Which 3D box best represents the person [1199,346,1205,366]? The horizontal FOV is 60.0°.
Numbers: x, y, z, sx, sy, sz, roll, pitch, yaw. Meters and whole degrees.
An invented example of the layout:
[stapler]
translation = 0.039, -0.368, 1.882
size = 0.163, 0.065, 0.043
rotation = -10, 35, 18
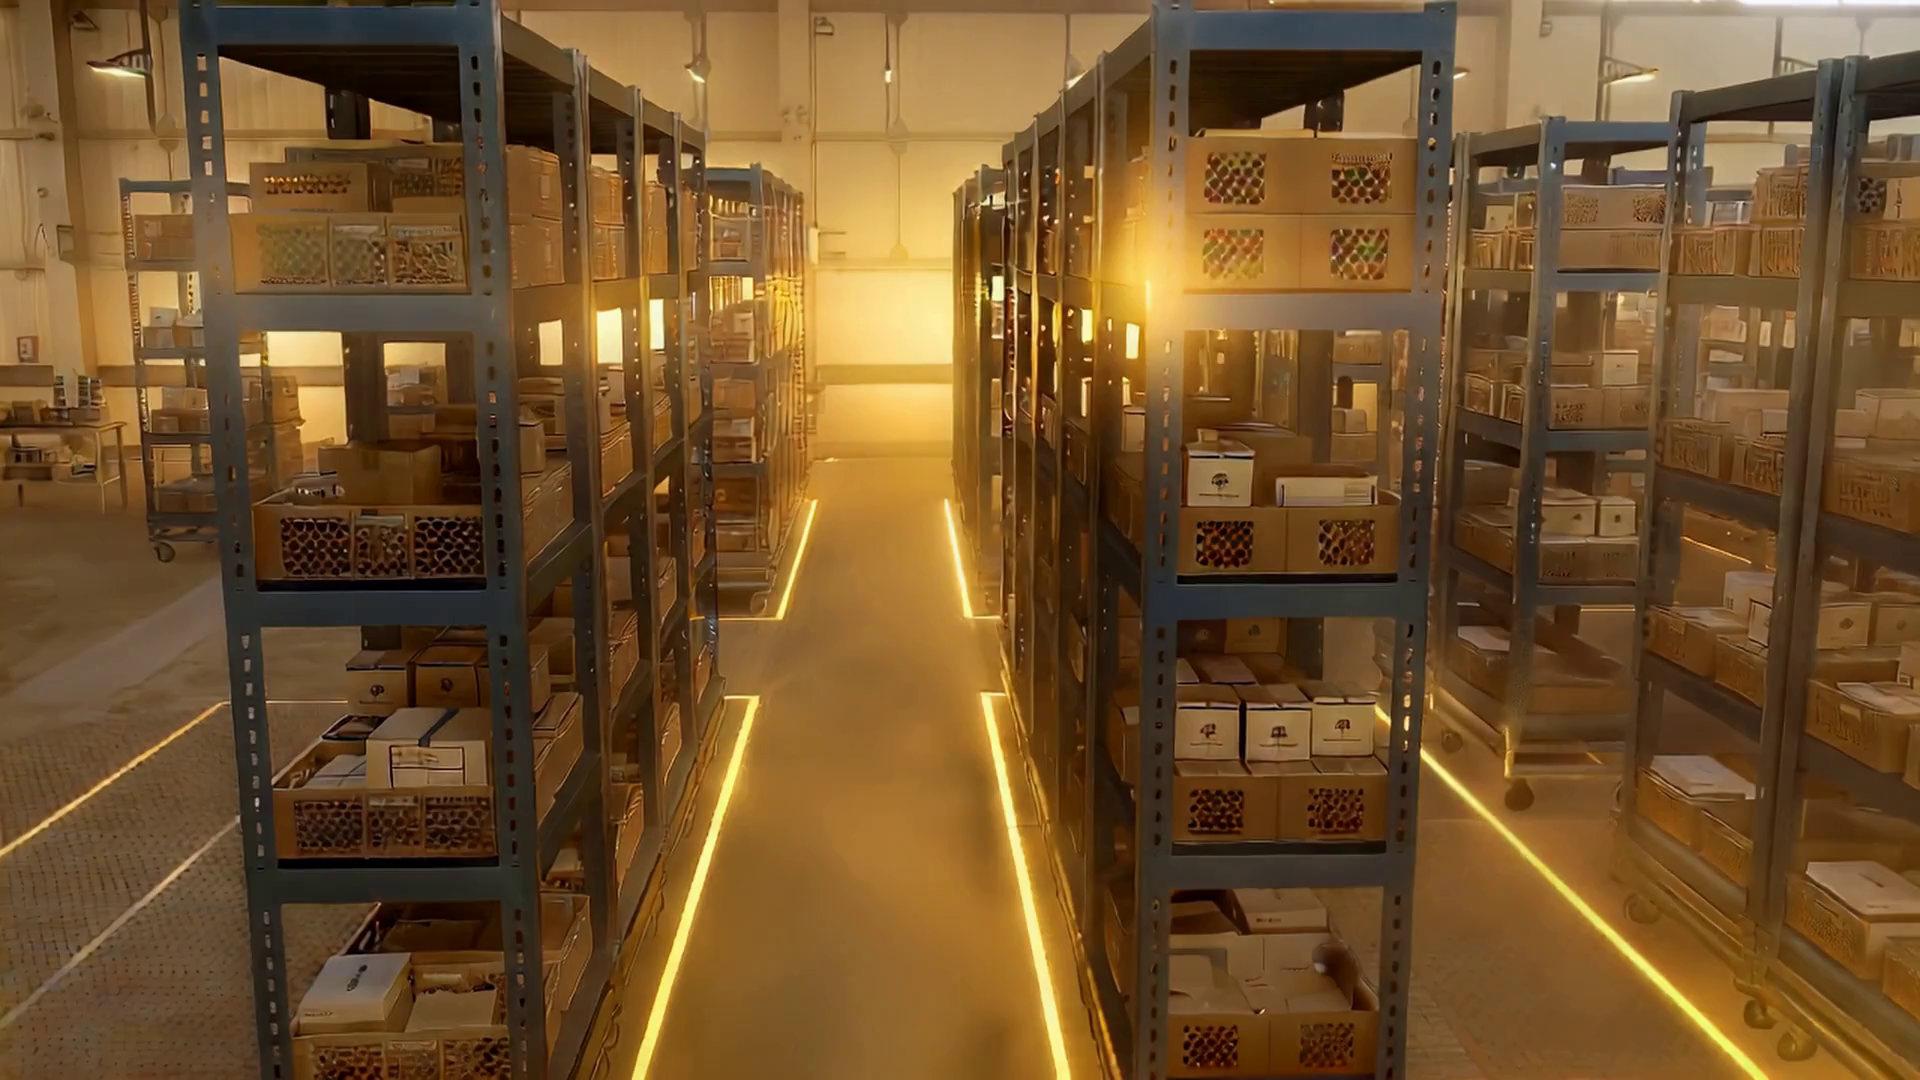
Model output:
[person]
translation = 2.997, -1.505, 20.373
size = 0.595, 1.830, 0.574
rotation = -2, 10, -9
